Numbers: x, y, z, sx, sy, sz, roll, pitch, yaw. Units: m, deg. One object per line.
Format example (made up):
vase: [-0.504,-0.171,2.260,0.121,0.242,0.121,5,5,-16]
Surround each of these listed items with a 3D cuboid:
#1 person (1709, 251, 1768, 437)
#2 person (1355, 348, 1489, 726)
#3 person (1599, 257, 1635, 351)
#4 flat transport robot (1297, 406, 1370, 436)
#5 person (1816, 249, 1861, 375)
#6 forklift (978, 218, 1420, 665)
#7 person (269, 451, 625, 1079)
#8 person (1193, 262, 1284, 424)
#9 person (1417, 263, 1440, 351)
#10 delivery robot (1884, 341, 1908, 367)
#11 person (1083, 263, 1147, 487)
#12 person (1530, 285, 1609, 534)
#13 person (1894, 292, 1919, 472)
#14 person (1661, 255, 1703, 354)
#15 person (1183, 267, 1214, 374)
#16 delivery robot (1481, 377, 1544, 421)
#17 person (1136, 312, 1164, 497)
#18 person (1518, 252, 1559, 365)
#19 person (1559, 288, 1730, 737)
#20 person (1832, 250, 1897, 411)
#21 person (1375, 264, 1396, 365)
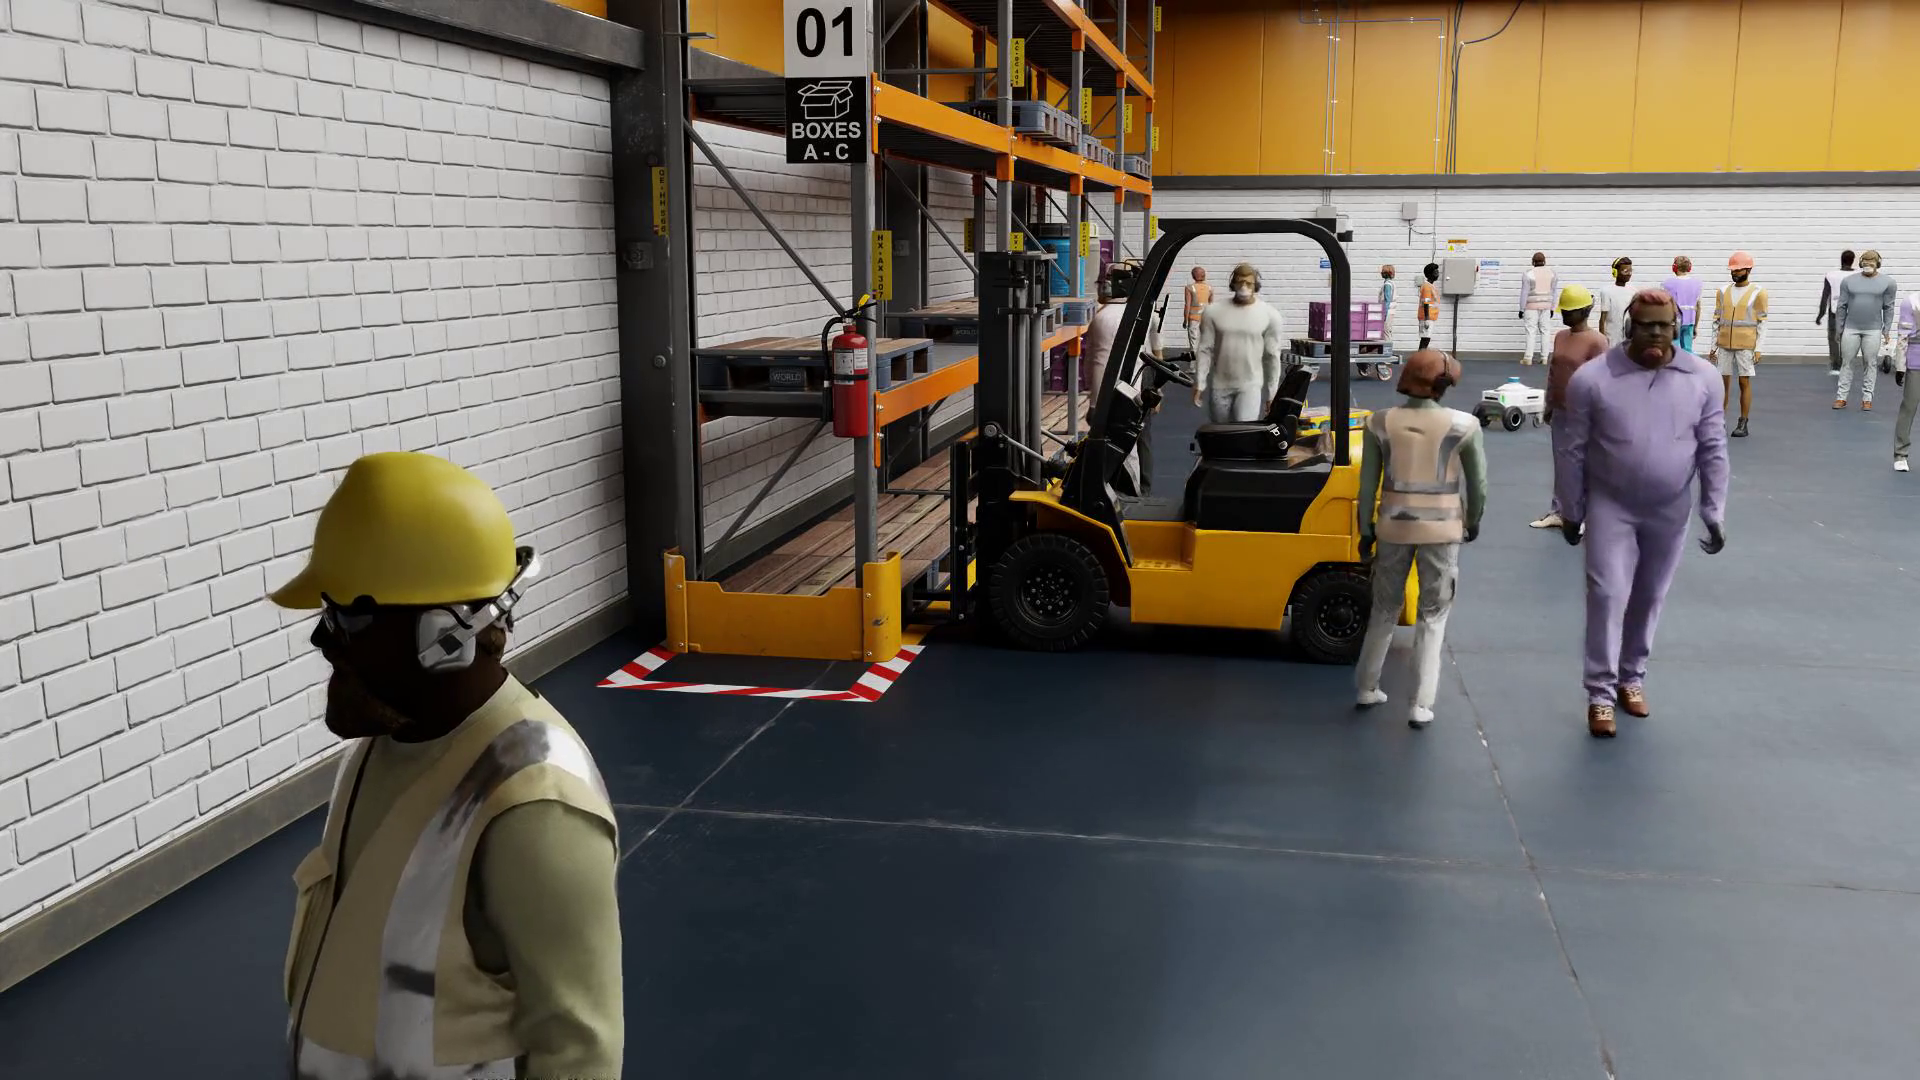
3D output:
person: [8.139,-2.047,17.451,0.374,1.935,0.552,-9,13,-40]
person: [1.991,-0.013,7.177,0.533,1.621,0.468,6,12,31]
person: [7.323,-2.209,18.525,0.538,1.869,0.313,-6,12,-28]
flat transport robot: [3.855,-1.284,17.836,1.431,0.197,0.652,-9,14,-40]
person: [13.383,-3.447,25.265,0.615,1.926,0.530,1,10,6]
forklift: [1.285,-0.567,8.635,2.313,2.155,1.214,2,11,11]
person: [-0.646,0.794,2.163,0.404,1.833,0.591,-7,13,-35]
person: [2.145,-1.178,12.775,0.640,1.911,0.922,4,11,23]
person: [7.074,-3.325,25.117,0.316,1.695,0.540,4,11,21]
delivery robot: [14.497,-2.893,25.624,0.477,0.478,0.707,4,11,20]
person: [1.072,-1.000,11.798,0.403,1.906,0.651,6,12,32]
person: [4.317,-0.916,11.747,0.333,1.759,0.523,-4,11,-20]
person: [8.650,-1.557,14.816,0.585,1.919,0.380,1,10,6]
person: [9.395,-2.783,21.731,0.564,1.847,0.395,-1,10,-5]
person: [3.642,-3.349,25.411,0.522,1.636,0.311,-4,11,-22]
delivery robot: [6.047,-1.537,18.188,0.707,0.478,0.477,-6,12,-31]
person: [1.295,-1.130,12.684,0.514,1.842,0.324,6,12,29]
person: [9.461,-3.788,27.278,0.619,1.839,0.430,-1,10,-6]
person: [2.905,-0.111,7.043,0.646,1.872,0.843,1,10,7]
person: [10.918,-2.529,20.104,0.627,1.935,0.371,7,13,34]
person: [6.994,-3.691,27.271,0.307,1.645,0.513,3,11,15]
